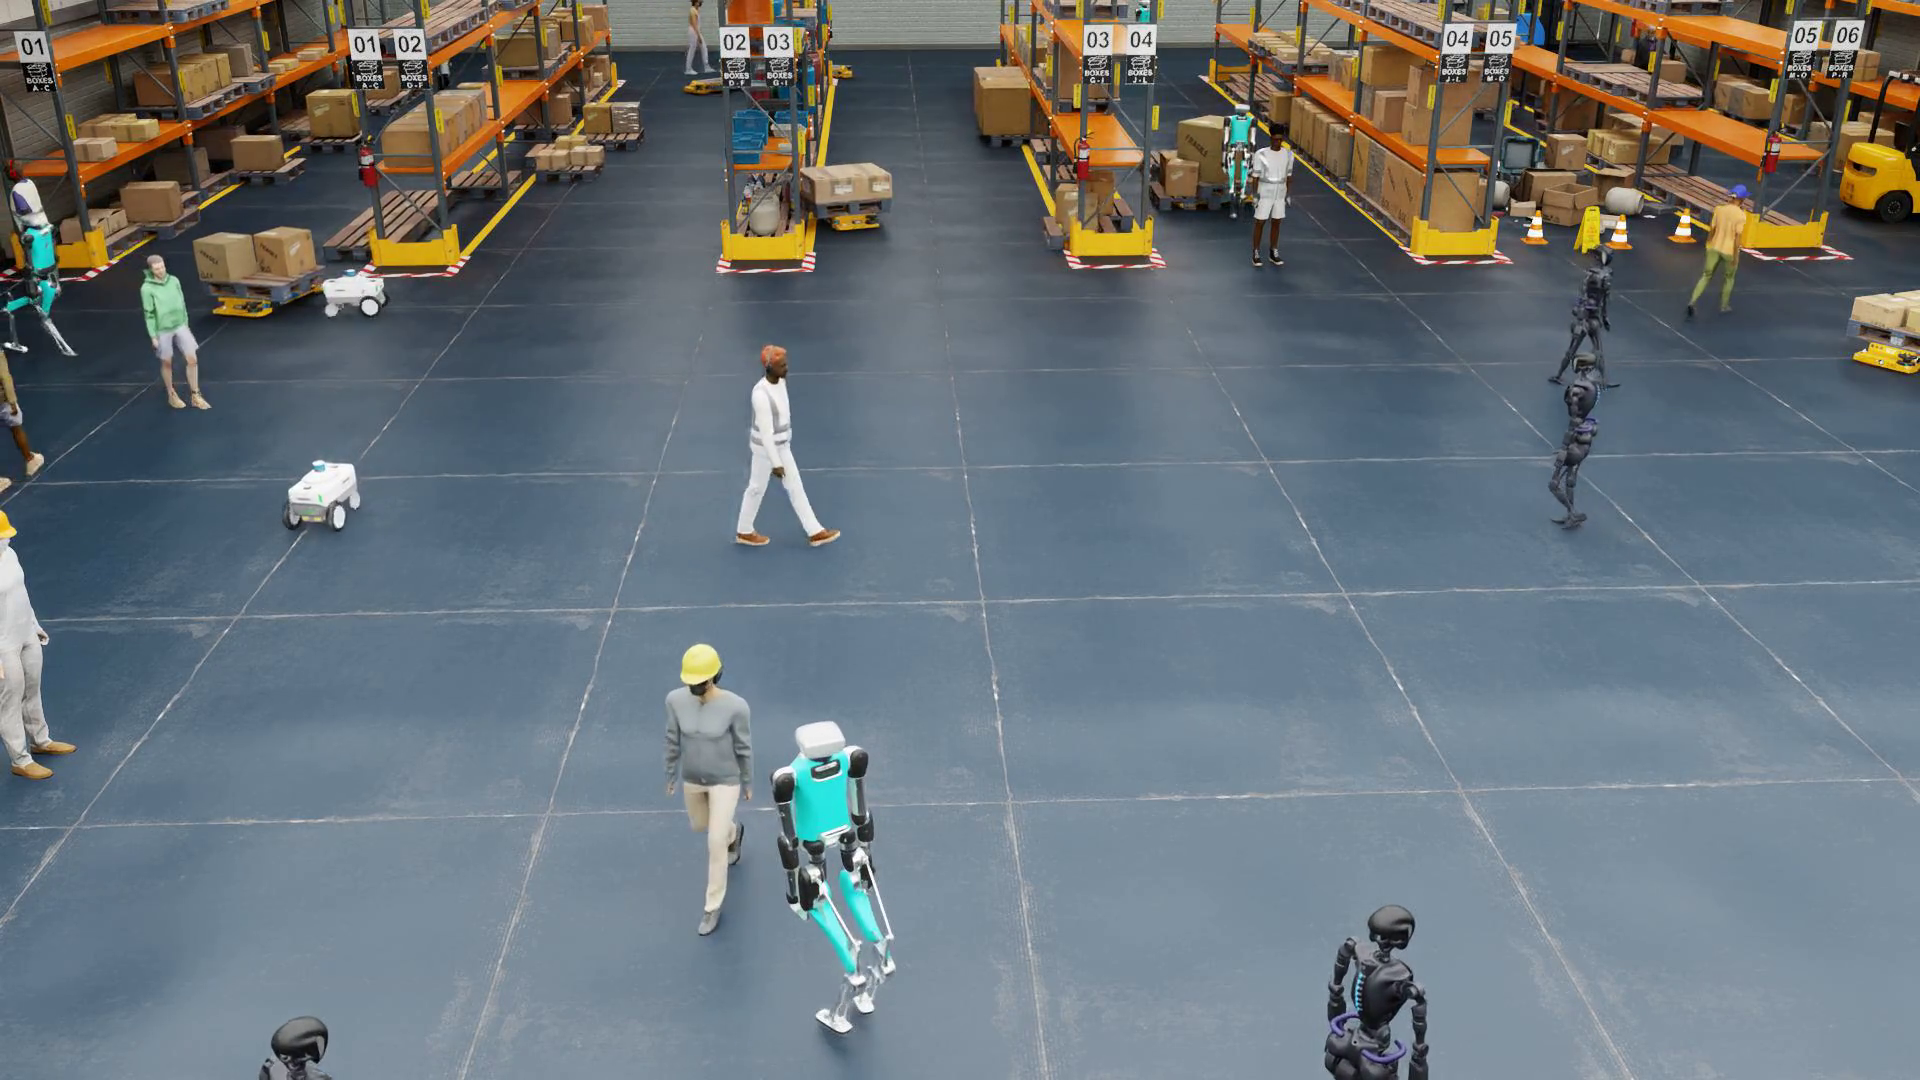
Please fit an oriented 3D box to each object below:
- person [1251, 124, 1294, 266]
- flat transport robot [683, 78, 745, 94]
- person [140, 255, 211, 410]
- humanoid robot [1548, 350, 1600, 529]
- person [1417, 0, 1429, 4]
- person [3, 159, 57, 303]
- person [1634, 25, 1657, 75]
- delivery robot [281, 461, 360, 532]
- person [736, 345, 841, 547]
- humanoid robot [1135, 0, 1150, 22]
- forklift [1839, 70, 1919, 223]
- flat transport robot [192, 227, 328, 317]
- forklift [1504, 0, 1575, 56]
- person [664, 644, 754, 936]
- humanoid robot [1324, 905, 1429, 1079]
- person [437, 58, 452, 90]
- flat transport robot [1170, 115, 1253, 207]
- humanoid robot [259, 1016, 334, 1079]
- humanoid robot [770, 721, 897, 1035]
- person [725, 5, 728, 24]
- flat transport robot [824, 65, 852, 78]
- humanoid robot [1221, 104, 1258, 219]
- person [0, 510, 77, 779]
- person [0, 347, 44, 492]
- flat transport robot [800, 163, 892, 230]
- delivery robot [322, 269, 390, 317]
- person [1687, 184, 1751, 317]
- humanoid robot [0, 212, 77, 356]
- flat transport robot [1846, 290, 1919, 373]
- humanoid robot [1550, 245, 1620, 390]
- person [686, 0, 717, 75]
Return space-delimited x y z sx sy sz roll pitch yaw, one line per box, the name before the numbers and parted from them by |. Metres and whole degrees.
person | 4.355 -4.822 23.224 0.605 1.965 0.368 -6 25 -13
flat transport robot | -5.468 -10.256 37.518 1.431 0.231 0.659 -18 30 -35
person | -8.341 -2.187 17.604 0.691 1.706 0.496 18 30 35
humanoid robot | 5.478 -0.888 14.732 0.364 1.642 0.608 15 28 30
person | 11.691 -13.024 41.855 0.395 1.799 0.590 -15 28 -30
person | -12.007 -4.003 21.528 0.387 1.844 0.563 -5 25 -12
person | 14.102 -9.586 34.096 0.577 1.822 0.870 -2 24 -5
delivery robot | -5.766 -0.428 15.071 0.499 0.585 0.765 3 24 6
person | -1.546 -0.772 14.276 0.973 1.828 0.597 7 25 15
humanoid robot | 4.139 -11.843 39.114 0.533 1.677 0.735 -18 30 -35
forklift | 15.132 -6.143 25.915 2.313 2.155 1.214 -1 24 -2
flat transport robot | -8.982 -3.179 21.616 0.659 0.231 1.431 6 25 13
forklift | 14.700 -13.805 42.301 1.873 2.768 1.129 -1 24 -2
person | -1.430 1.343 9.646 0.531 1.736 0.782 7 25 15
humanoid robot | 1.855 2.342 7.479 0.429 1.644 0.608 -15 28 -30
person | -11.206 -10.215 35.693 0.544 1.663 0.730 -2 24 -5
flat transport robot | 4.094 -5.624 27.110 1.431 0.231 0.659 -8 25 -17
humanoid robot | -2.665 2.649 6.799 0.608 1.643 0.361 15 28 31
humanoid robot | -0.576 1.788 8.491 0.533 1.680 0.737 -14 28 -29
person | -5.580 -12.523 40.794 0.597 1.745 0.553 -8 25 -17
flat transport robot | -3.282 -11.079 39.367 1.431 0.231 0.659 -1 24 -2
humanoid robot | 4.311 -5.729 25.640 0.540 1.848 0.783 0 24 0
person | -6.263 0.663 10.992 0.373 1.891 0.571 1 24 2
person | -9.156 -1.369 15.753 0.541 1.729 0.839 -4 24 -9
flat transport robot | -1.802 -5.061 25.844 0.659 0.231 1.431 -10 26 -20
delivery robot | -7.701 -3.144 21.182 0.791 0.592 0.499 -2 24 -4
person | 9.547 -3.619 20.866 0.846 1.682 0.450 -18 30 -35
humanoid robot | -10.919 -2.958 19.397 1.011 1.756 0.554 5 25 12
flat transport robot | 11.188 -2.232 19.487 1.431 0.231 0.659 -16 29 -32
humanoid robot | 6.940 -2.431 18.252 0.585 1.621 0.778 -18 30 -35
person | -6.184 -11.994 39.506 0.857 1.824 0.589 2 24 4
